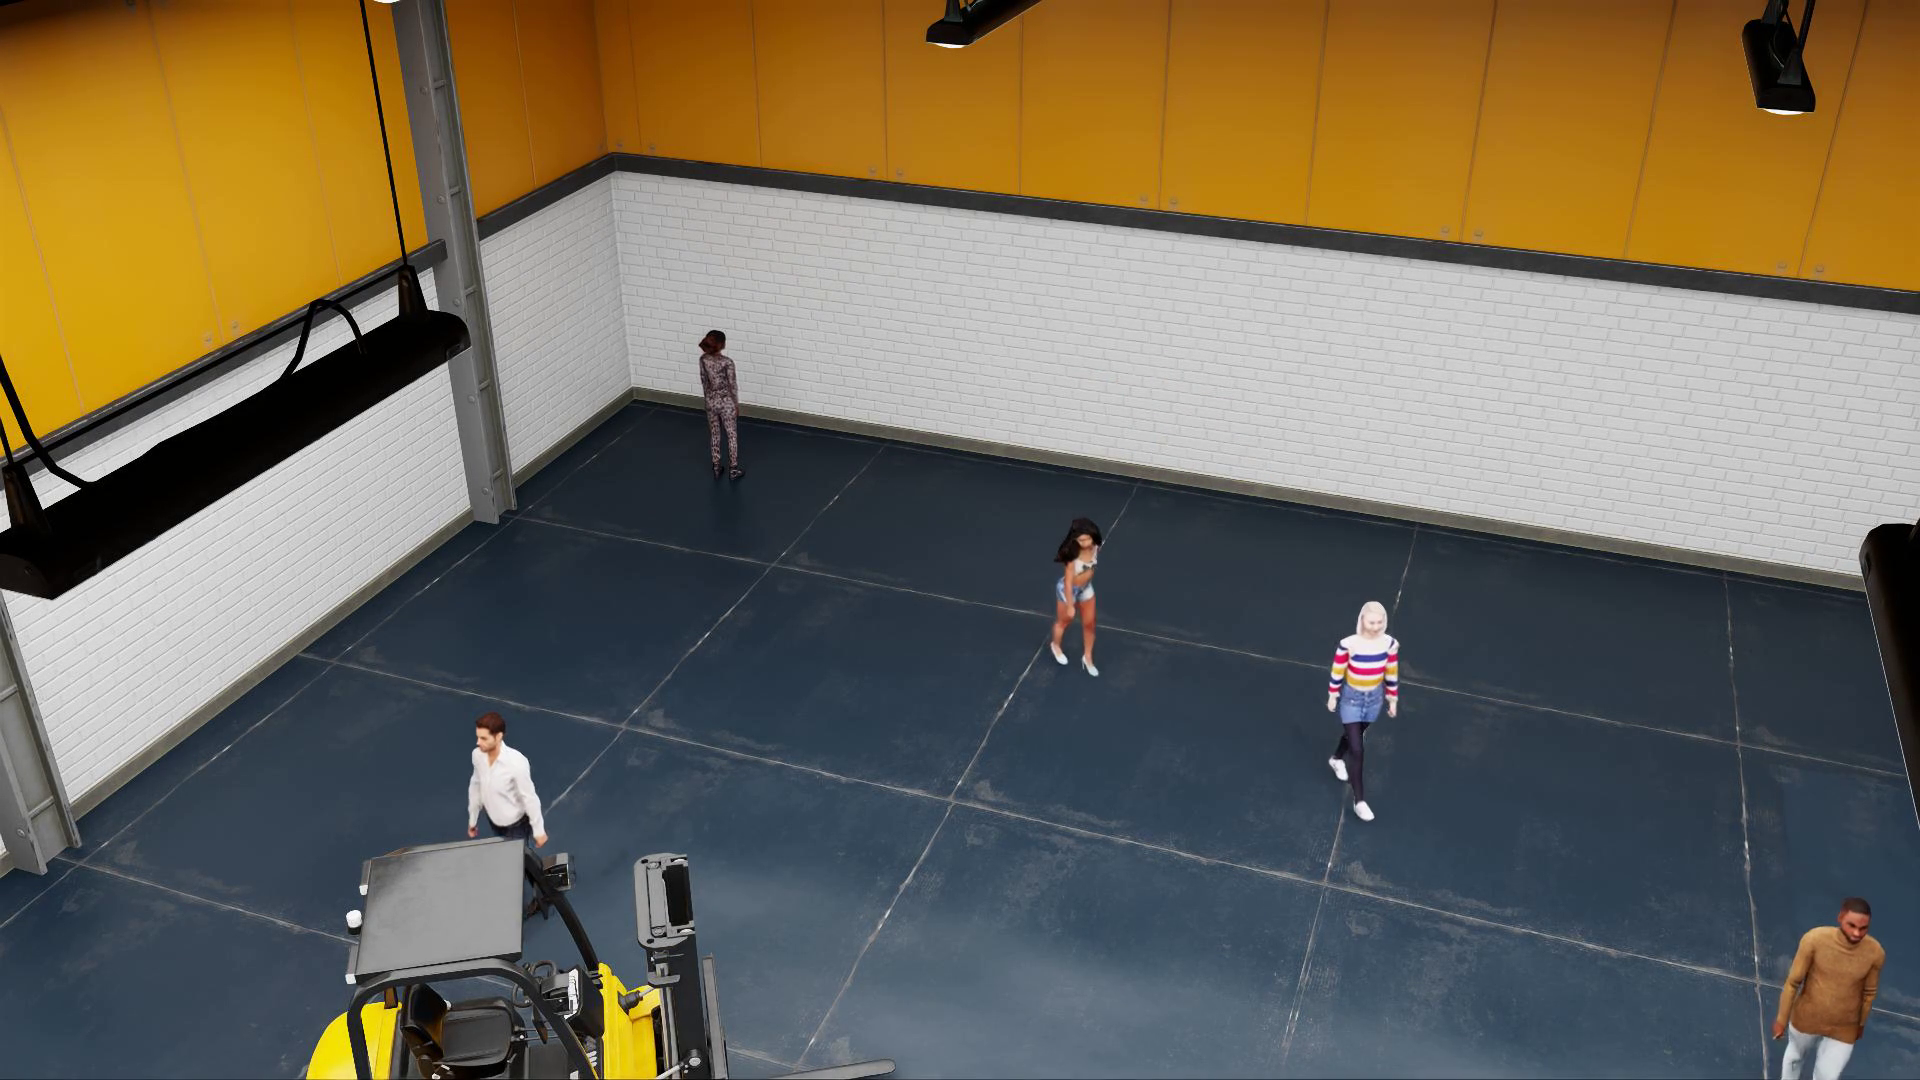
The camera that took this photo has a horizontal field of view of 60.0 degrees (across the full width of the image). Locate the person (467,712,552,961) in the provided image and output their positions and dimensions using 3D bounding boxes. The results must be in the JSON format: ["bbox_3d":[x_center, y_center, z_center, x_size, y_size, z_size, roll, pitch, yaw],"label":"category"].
[{"bbox_3d":[-3.095,1.955,11.690,0.858,1.836,1.173,17,33,28],"label":"person"}]

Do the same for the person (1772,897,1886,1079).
[{"bbox_3d":[5.236,2.844,10.109,0.681,1.789,1.018,11,30,19],"label":"person"}]

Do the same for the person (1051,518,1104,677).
[{"bbox_3d":[0.987,0.462,14.694,0.832,1.581,0.851,-25,37,-38],"label":"person"}]

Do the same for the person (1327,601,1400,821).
[{"bbox_3d":[3.127,1.236,13.084,1.030,1.763,1.217,-5,29,-9],"label":"person"}]

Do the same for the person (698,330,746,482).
[{"bbox_3d":[-2.607,-1.470,18.095,0.563,1.716,0.520,11,30,19],"label":"person"}]
